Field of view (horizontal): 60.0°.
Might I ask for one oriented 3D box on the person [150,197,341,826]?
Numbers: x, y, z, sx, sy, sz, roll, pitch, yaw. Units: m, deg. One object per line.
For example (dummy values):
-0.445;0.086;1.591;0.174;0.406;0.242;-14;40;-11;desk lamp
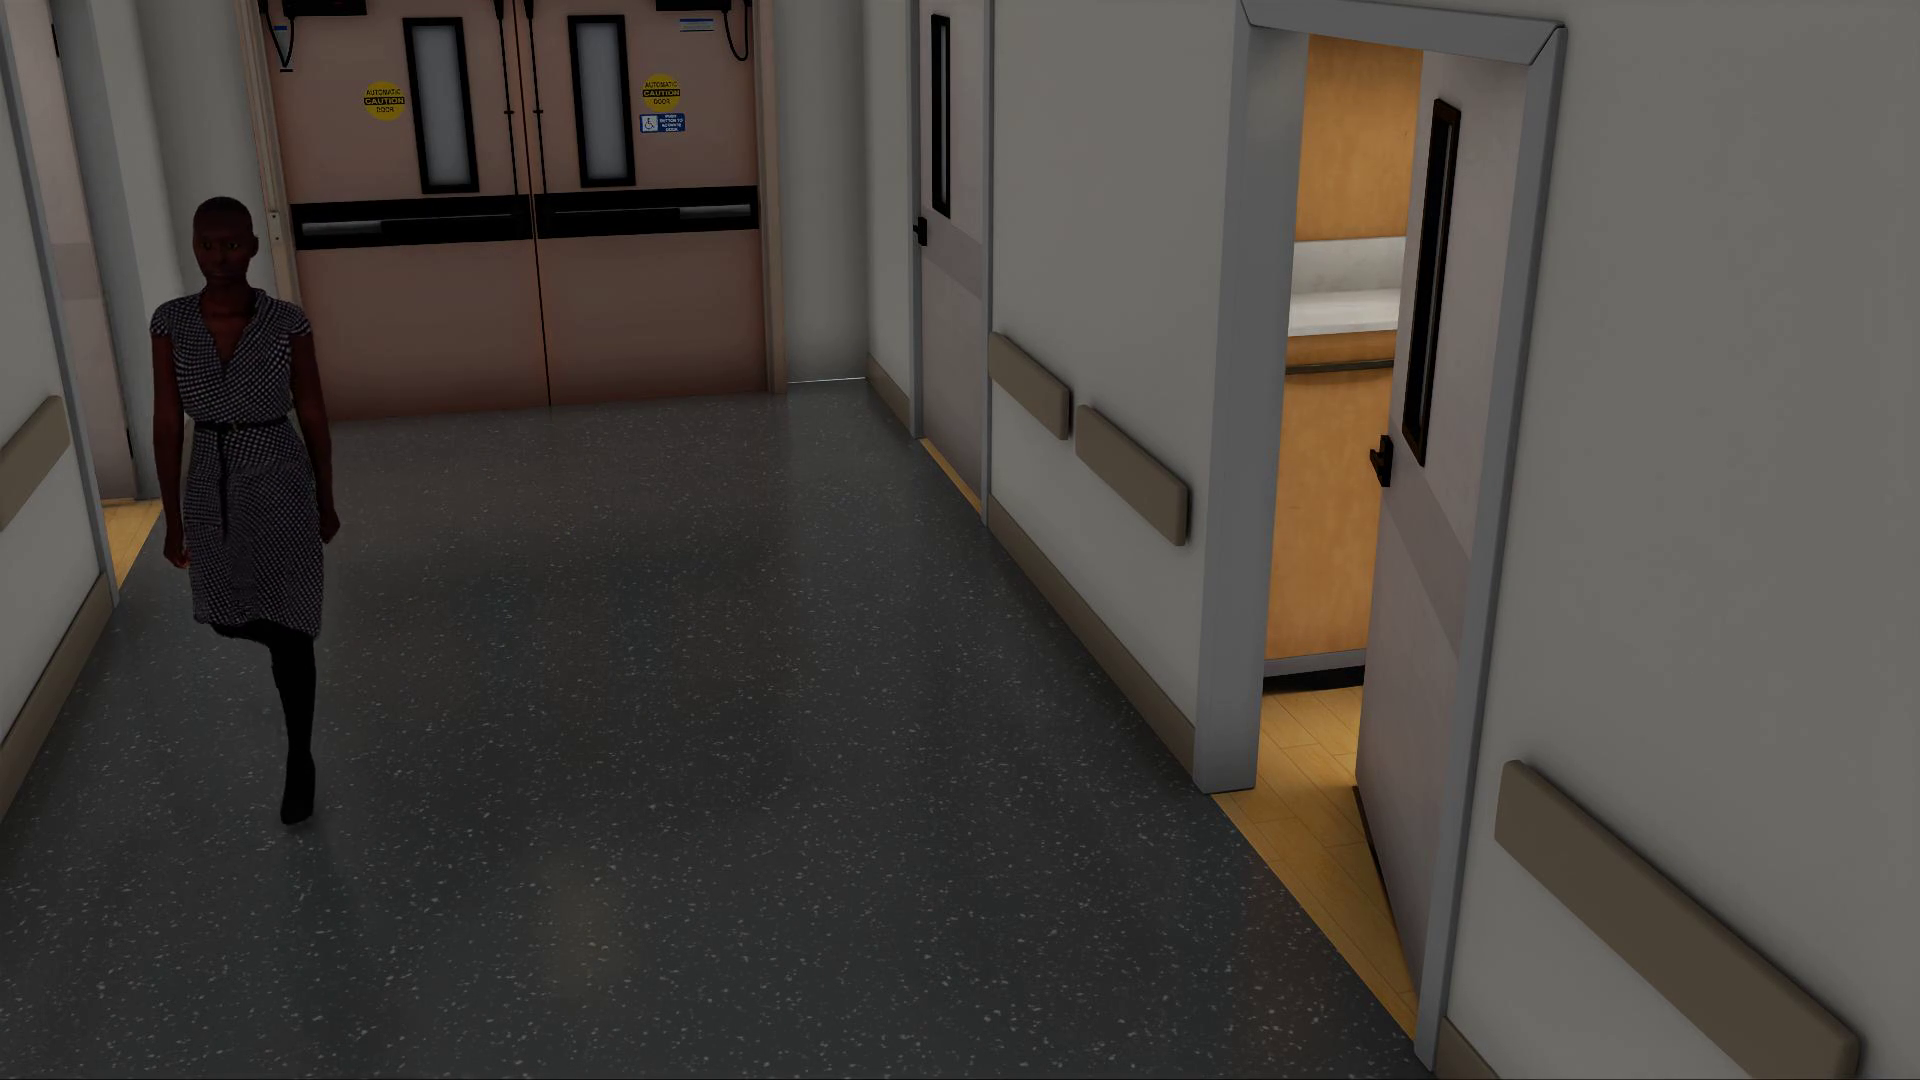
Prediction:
-2.021;-0.092;4.781;0.635;1.768;0.977;-5;21;-13;person
